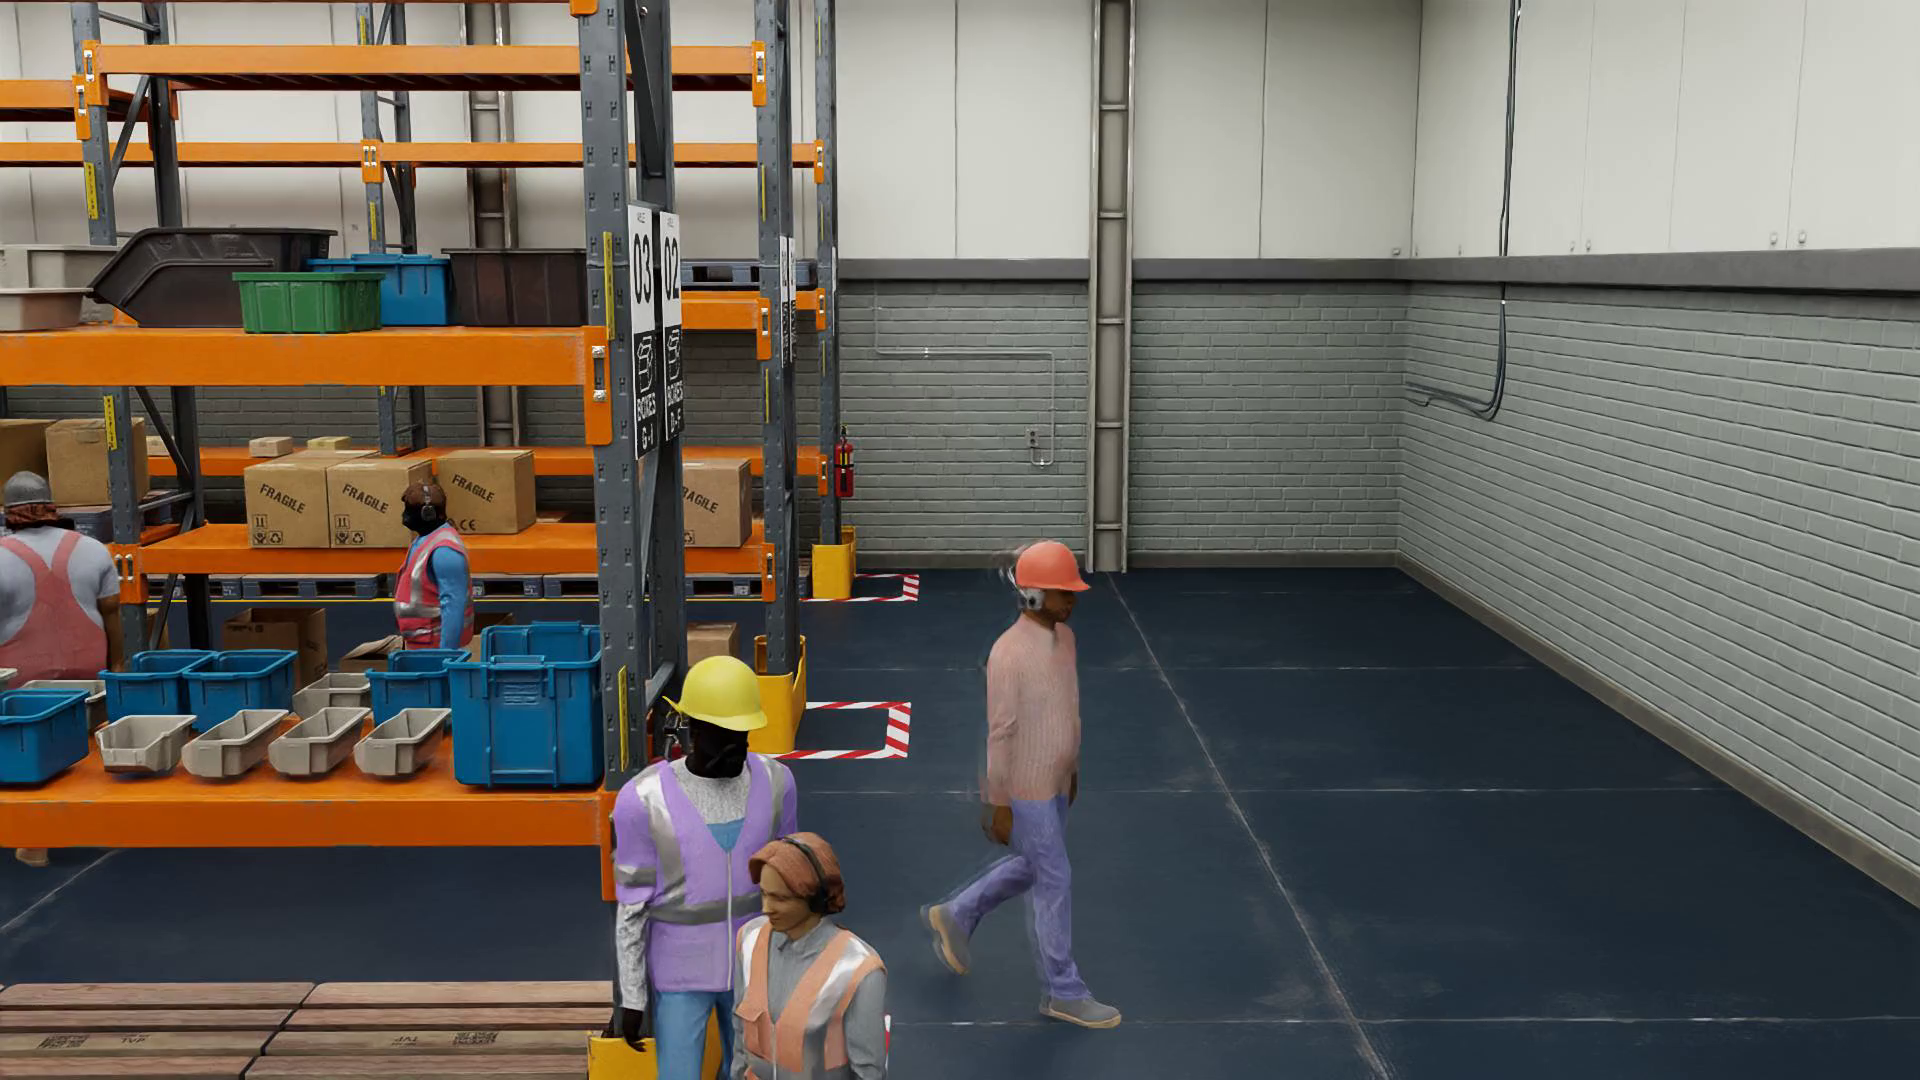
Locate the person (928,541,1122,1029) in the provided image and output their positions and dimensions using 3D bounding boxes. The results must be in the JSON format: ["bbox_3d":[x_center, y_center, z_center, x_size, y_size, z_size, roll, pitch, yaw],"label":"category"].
[{"bbox_3d":[0.248,0.960,6.782,0.865,1.968,0.628,5,10,27],"label":"person"}]

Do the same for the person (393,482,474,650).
[{"bbox_3d":[-2.988,0.583,9.462,0.429,1.842,0.633,-5,10,-28],"label":"person"}]

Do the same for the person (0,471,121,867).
[{"bbox_3d":[-4.714,0.629,8.568,0.708,2.000,0.539,-9,13,-43],"label":"person"}]

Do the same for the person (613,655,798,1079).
[{"bbox_3d":[-0.732,1.278,4.994,0.600,1.918,0.398,-6,11,-31],"label":"person"}]

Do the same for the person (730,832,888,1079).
[{"bbox_3d":[-0.383,1.533,4.279,0.523,1.631,0.317,8,12,39],"label":"person"}]
